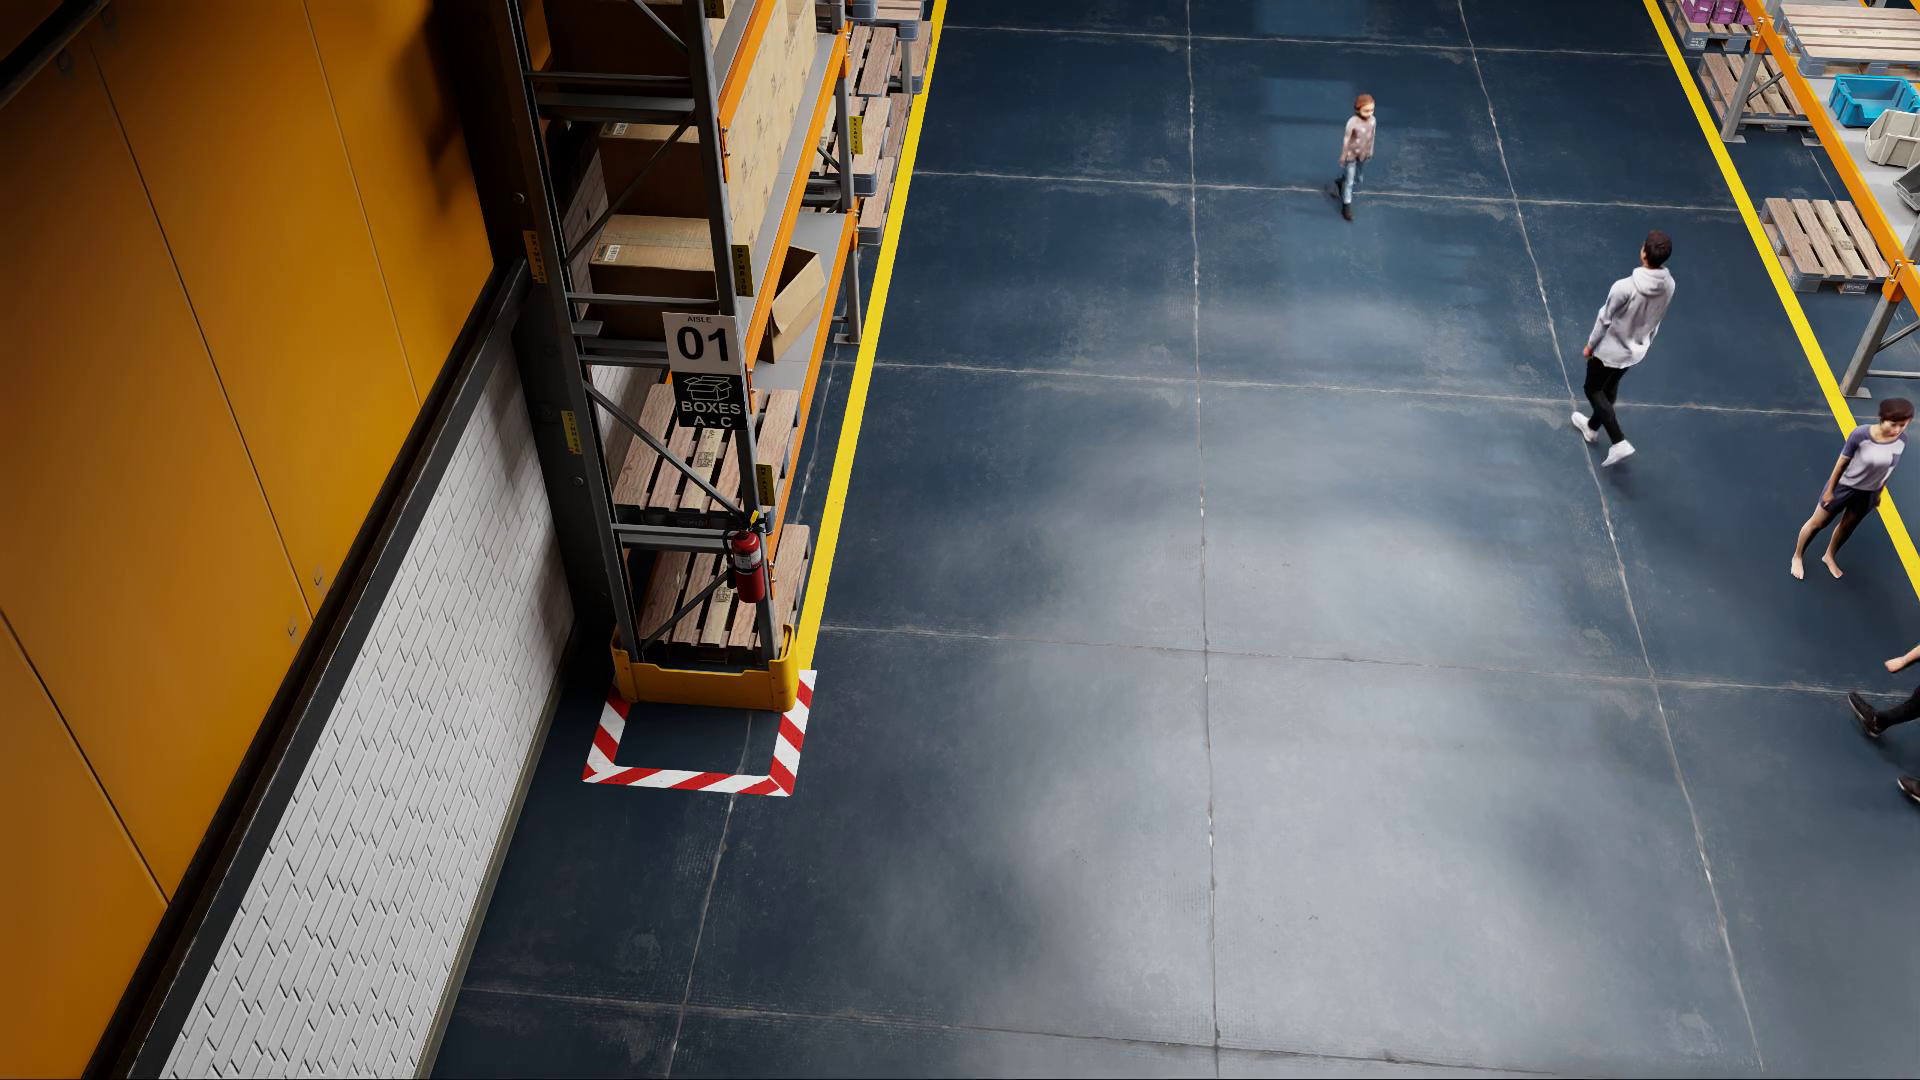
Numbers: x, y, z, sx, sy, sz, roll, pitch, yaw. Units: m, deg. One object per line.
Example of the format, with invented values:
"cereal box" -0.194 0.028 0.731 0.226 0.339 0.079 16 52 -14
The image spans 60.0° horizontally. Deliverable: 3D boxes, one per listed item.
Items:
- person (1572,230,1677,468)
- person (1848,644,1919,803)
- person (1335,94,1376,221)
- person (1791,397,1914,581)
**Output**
"person" 4.920 -1.367 12.255 0.947 1.909 1.142 -13 45 -13
"person" 6.045 0.921 9.927 1.062 1.808 1.259 -19 47 -19
"person" 3.547 -3.503 15.021 0.636 1.186 0.756 -13 45 -14
"person" 6.173 -0.378 11.465 0.571 1.568 0.535 0 44 0
